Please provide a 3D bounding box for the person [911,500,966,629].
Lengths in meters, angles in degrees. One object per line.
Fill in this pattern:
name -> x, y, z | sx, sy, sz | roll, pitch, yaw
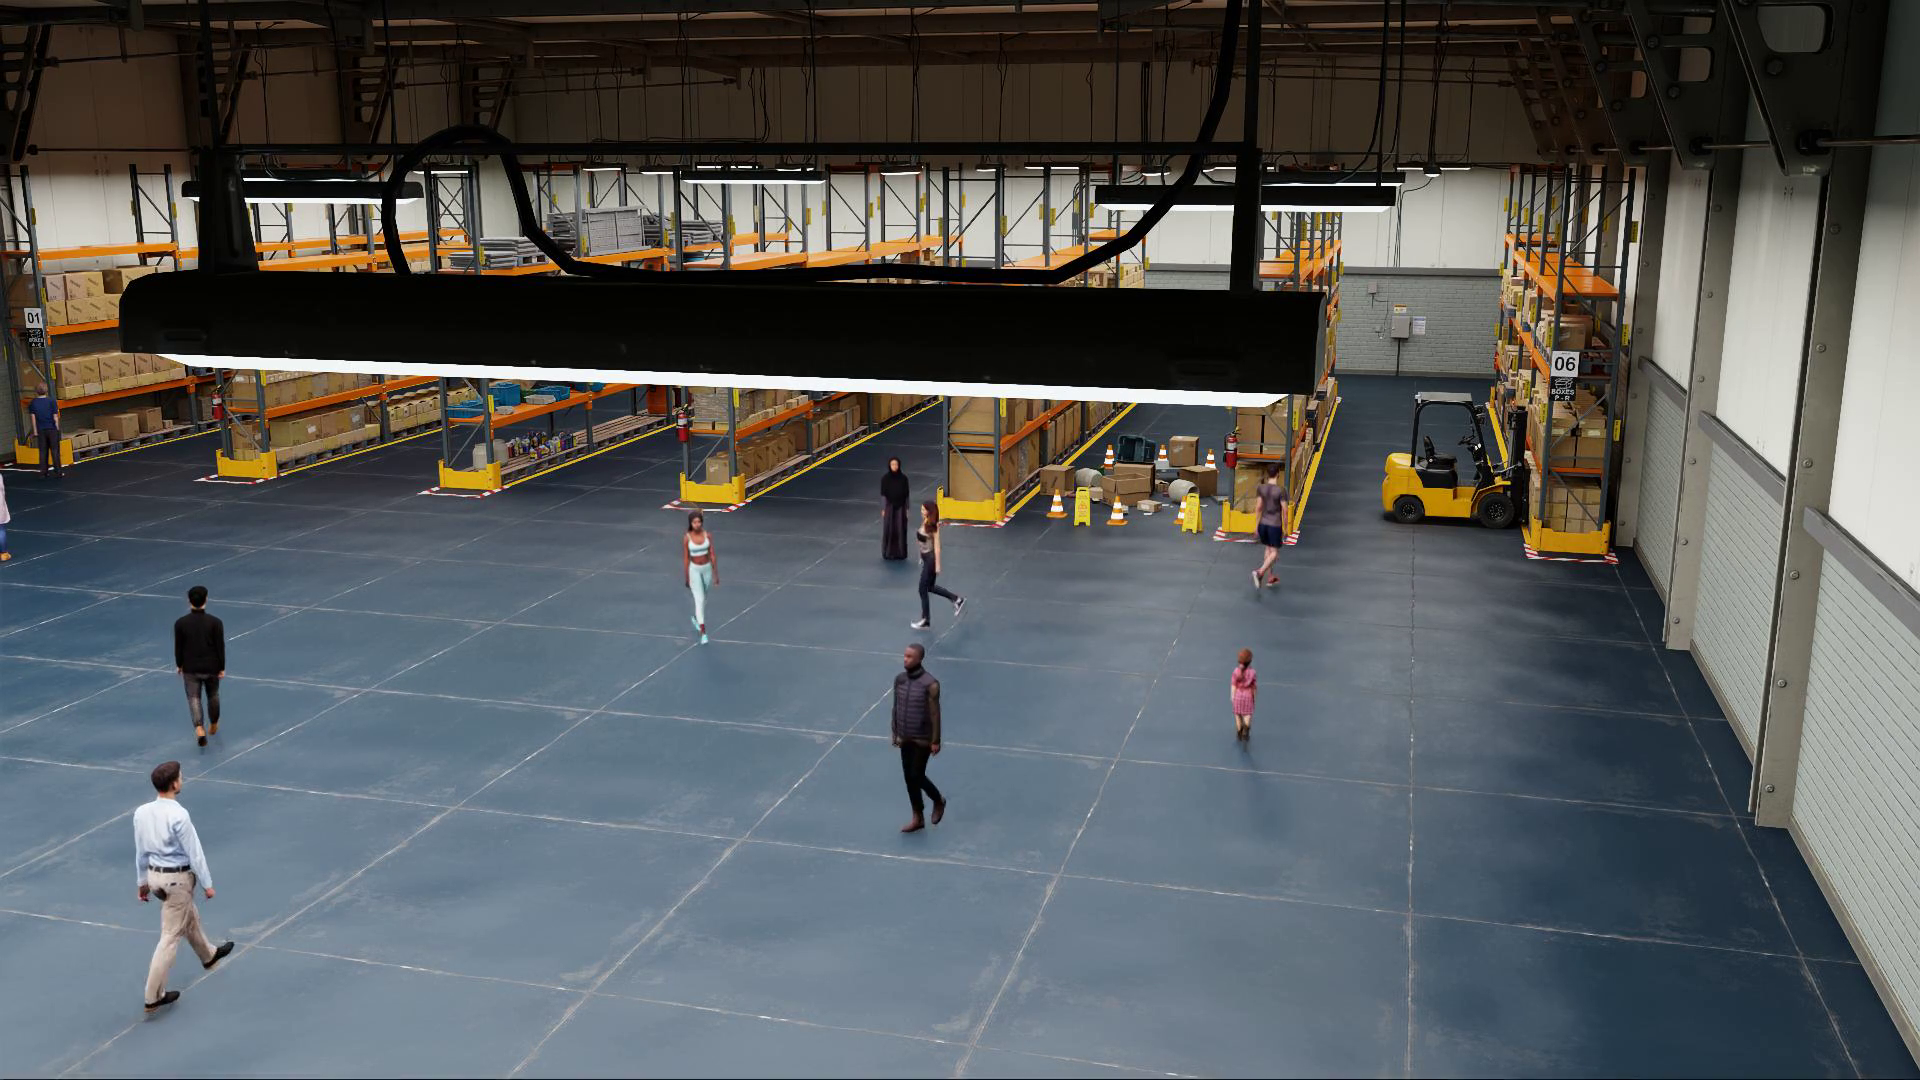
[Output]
person -> -0.302, 0.320, 22.190 | 0.987, 1.746, 1.041 | -4, 14, -17

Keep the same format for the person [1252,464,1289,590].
person -> 4.462, -0.168, 24.113 | 0.909, 1.828, 1.149 | 10, 16, 37

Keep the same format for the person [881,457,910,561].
person -> -1.005, -0.513, 26.074 | 0.698, 1.616, 0.717 | -2, 13, -8

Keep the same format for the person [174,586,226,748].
person -> -8.133, 1.357, 17.789 | 1.046, 1.711, 1.148 | -6, 14, -25

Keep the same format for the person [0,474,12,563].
person -> -15.097, -0.520, 25.825 | 0.799, 1.743, 0.836 | -6, 14, -23

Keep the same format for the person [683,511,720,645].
person -> -3.403, 0.458, 21.718 | 1.022, 1.690, 1.145 | -6, 14, -23

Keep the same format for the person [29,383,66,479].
person -> -17.881, -2.152, 32.589 | 0.725, 1.870, 0.693 | -2, 13, -9

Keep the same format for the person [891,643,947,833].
person -> -0.345, 1.830, 15.489 | 0.860, 1.826, 0.899 | 11, 17, 41

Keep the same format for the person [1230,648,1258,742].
person -> 3.055, 1.679, 17.935 | 0.452, 1.017, 0.466 | 1, 13, 6

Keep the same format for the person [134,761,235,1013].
person -> -5.869, 2.591, 12.288 | 0.713, 1.788, 1.223 | 4, 14, 19
